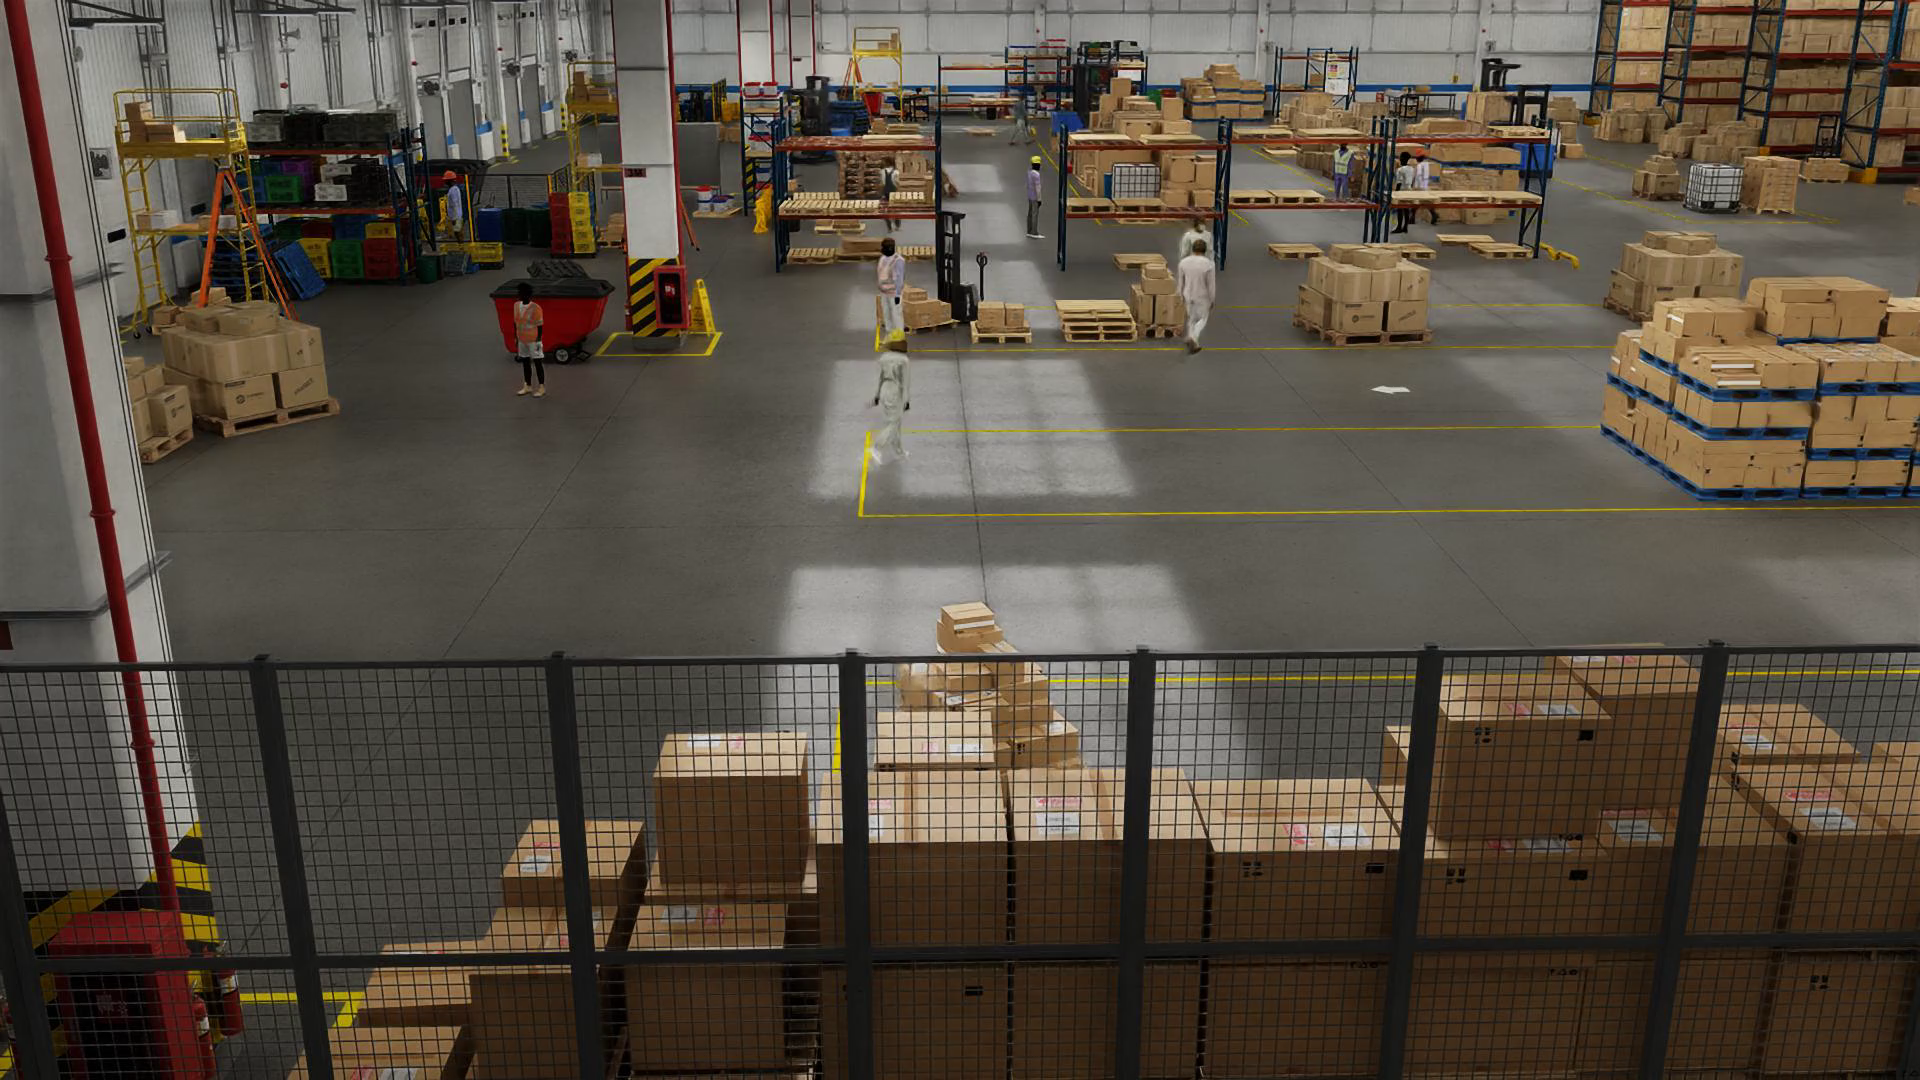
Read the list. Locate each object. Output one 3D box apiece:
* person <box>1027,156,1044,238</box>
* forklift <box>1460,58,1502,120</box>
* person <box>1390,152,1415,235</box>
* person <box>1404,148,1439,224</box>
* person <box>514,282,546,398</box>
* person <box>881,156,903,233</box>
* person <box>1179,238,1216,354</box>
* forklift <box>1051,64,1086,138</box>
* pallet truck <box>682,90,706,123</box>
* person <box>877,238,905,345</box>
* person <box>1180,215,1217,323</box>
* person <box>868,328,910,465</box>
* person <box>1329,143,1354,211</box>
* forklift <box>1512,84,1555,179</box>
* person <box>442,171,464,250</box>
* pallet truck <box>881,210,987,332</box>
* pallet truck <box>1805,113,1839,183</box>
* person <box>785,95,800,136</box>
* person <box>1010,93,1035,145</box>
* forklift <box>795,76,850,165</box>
[{"bbox_3d":[1.777,-8.145,39.498,0.362,1.930,0.587,-8,20,-22],"label":"person"},{"bbox_3d":[21.597,-18.242,67.986,1.129,2.768,1.873,-13,23,-34],"label":"forklift"},{"bbox_3d":[10.669,-8.358,40.072,0.602,1.967,0.367,-14,23,-36],"label":"person"},{"bbox_3d":[11.600,-8.817,41.551,0.815,1.905,0.556,17,25,41],"label":"person"},{"bbox_3d":[-6.334,-2.943,24.420,0.535,1.700,0.318,10,21,27],"label":"person"},{"bbox_3d":[-1.645,-8.405,40.436,0.503,1.818,0.736,6,20,18],"label":"person"},{"bbox_3d":[3.829,-3.938,27.040,0.630,1.922,0.598,10,21,28],"label":"person"},{"bbox_3d":[4.475,-16.592,63.094,1.873,2.768,1.129,-3,19,-8],"label":"forklift"},{"bbox_3d":[-9.671,-15.907,62.421,0.823,1.965,1.885,5,19,15],"label":"pallet truck"},{"bbox_3d":[-1.165,-4.111,27.694,0.430,1.832,0.629,-14,23,-36],"label":"person"},{"bbox_3d":[4.312,-4.835,29.715,0.635,1.901,0.922,-12,22,-31],"label":"person"},{"bbox_3d":[-0.921,-1.798,21.016,0.506,1.703,0.787,16,24,39],"label":"person"},{"bbox_3d":[10.143,-9.706,44.142,0.588,1.922,0.392,16,24,39],"label":"person"},{"bbox_3d":[17.640,-12.679,51.485,1.129,2.768,1.873,-1,19,-3],"label":"forklift"},{"bbox_3d":[-11.068,-7.089,36.355,0.367,1.935,0.552,-4,19,-12],"label":"person"},{"bbox_3d":[-0.493,-4.759,29.349,1.885,1.965,0.823,-13,23,-34],"label":"pallet truck"},{"bbox_3d":[26.403,-11.957,50.702,0.823,1.965,1.885,6,19,16],"label":"pallet truck"},{"bbox_3d":[-6.297,-15.782,62.287,0.588,1.856,0.824,-12,22,-32],"label":"person"},{"bbox_3d":[2.285,-15.592,61.671,1.040,1.888,0.631,-5,19,-15],"label":"person"},{"bbox_3d":[-4.706,-14.034,55.504,1.873,2.768,1.129,-16,24,-39],"label":"forklift"}]
